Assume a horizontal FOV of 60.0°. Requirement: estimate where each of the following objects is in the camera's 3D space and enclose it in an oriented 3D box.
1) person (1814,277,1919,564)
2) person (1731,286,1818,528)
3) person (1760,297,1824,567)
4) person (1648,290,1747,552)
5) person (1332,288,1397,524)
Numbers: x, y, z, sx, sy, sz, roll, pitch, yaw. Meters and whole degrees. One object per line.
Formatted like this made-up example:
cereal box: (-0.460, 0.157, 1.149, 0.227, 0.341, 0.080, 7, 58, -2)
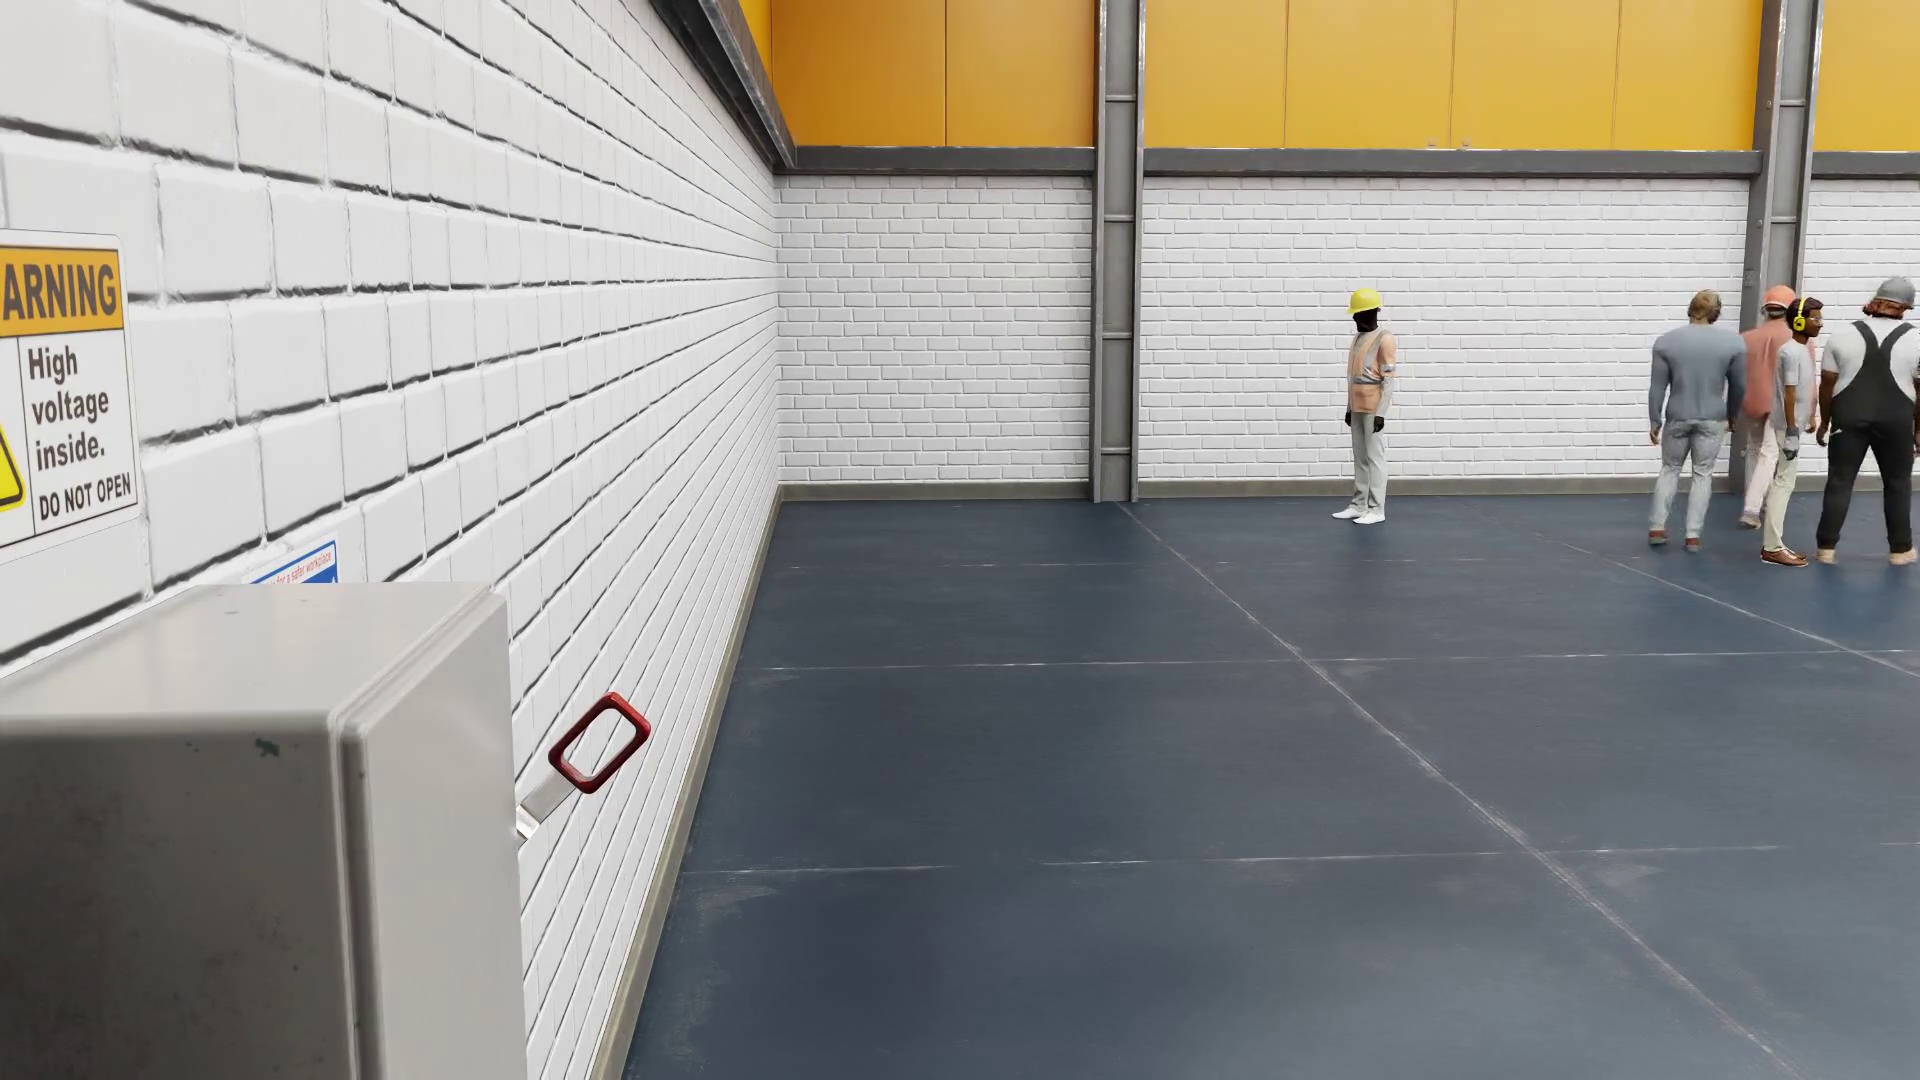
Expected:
person: (6.399, -0.842, 11.648, 0.721, 2.000, 0.611, 6, 11, 32)
person: (6.557, -1.073, 13.432, 1.046, 1.948, 0.628, -9, 13, -44)
person: (5.840, -0.758, 11.652, 0.313, 1.869, 0.538, 4, 10, 26)
person: (5.419, -0.873, 12.241, 0.642, 1.909, 0.538, 5, 10, 29)
person: (3.310, -1.087, 13.570, 0.382, 1.917, 0.585, -2, 9, -15)
